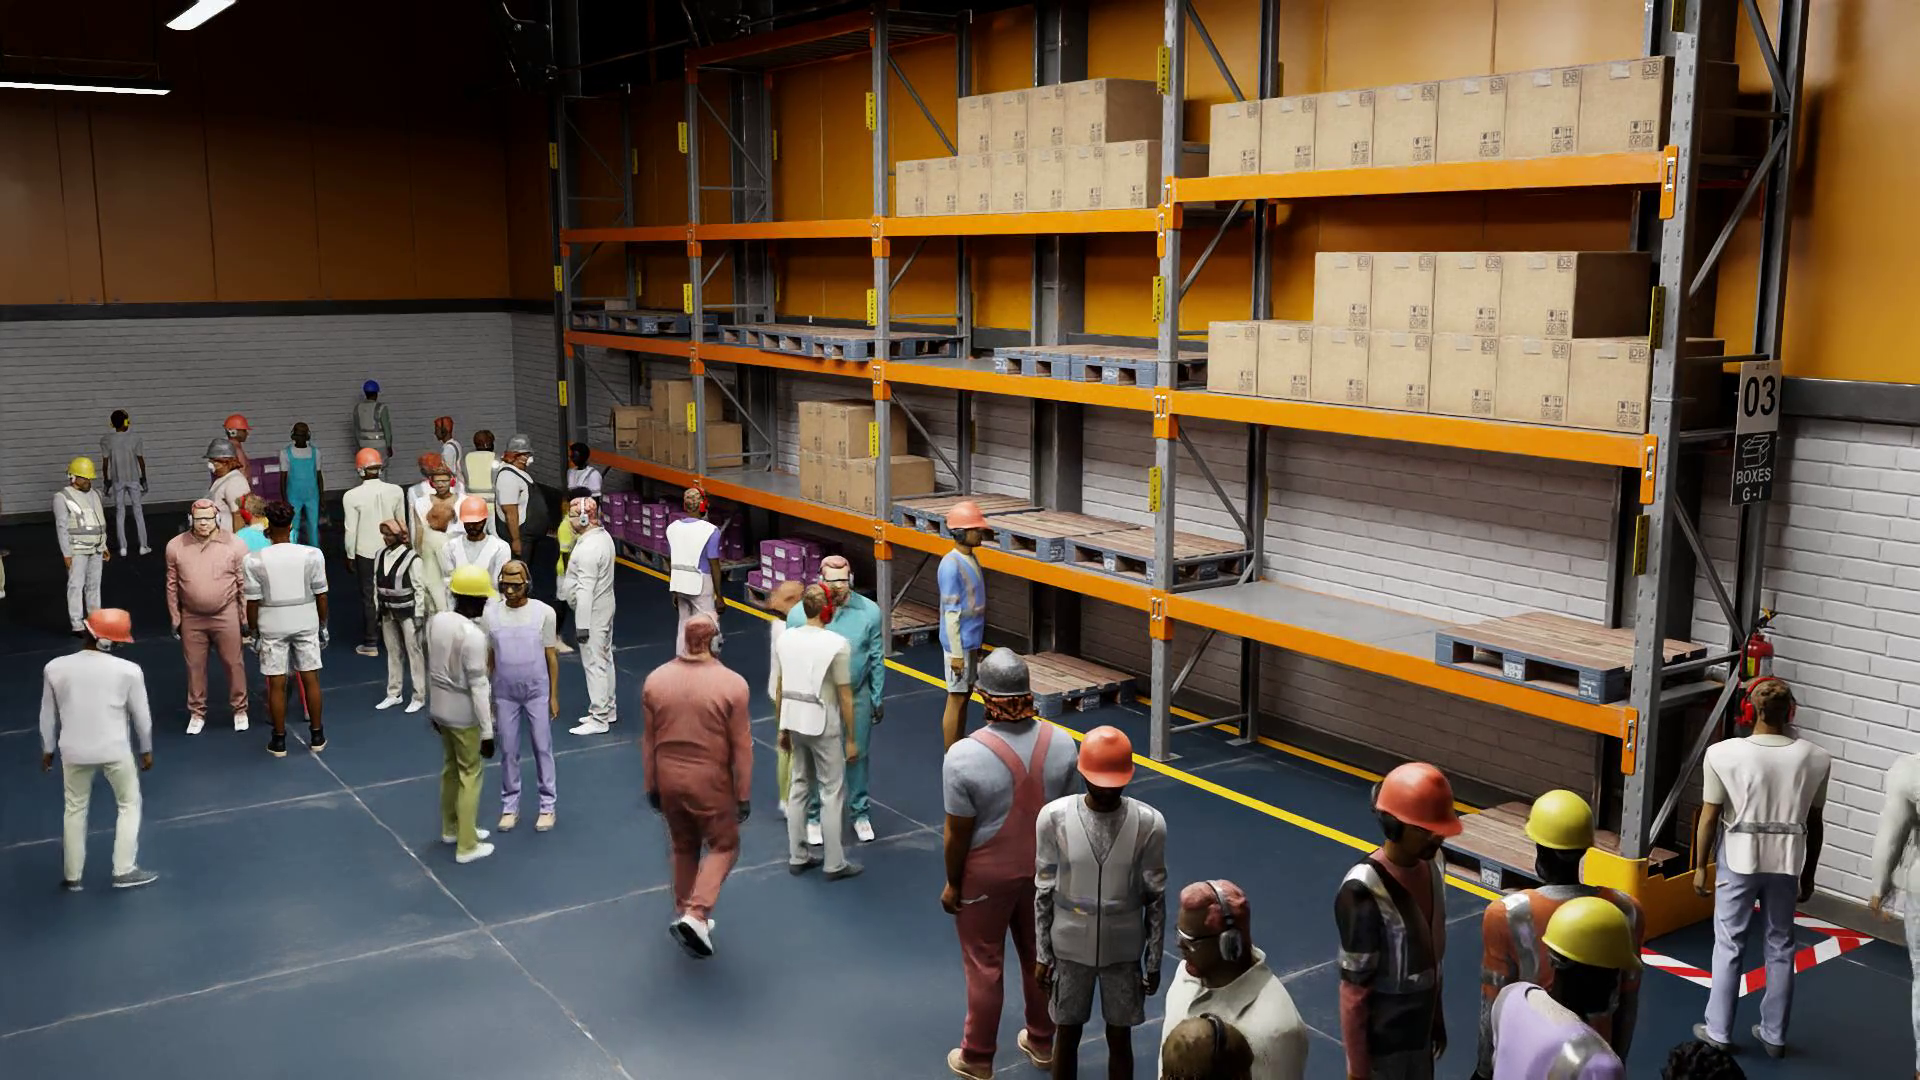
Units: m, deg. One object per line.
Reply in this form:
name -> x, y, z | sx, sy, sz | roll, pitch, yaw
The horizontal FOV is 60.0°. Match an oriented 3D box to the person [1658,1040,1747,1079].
person -> 1.995, 2.192, 4.555 | 0.540, 1.697, 0.317 | -1, 10, -7

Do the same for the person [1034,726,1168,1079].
person -> 0.578, 1.690, 6.855 | 0.548, 1.926, 0.387 | 1, 10, 4

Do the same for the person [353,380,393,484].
person -> -8.853, -1.440, 25.139 | 0.605, 1.950, 0.380 | 2, 10, 14

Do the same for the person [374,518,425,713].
person -> -4.684, 0.627, 13.910 | 0.513, 1.642, 0.313 | 5, 11, 26

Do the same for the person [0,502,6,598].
person -> -10.856, -0.142, 18.445 | 0.500, 1.633, 0.279 | 2, 10, 14

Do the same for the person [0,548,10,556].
person -> -12.423, -0.763, 21.030 | 0.612, 1.994, 0.395 | 2, 10, 11

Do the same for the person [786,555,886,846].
person -> -0.794, 1.033, 10.776 | 0.646, 1.900, 0.399 | -2, 10, -13

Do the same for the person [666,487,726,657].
person -> -2.285, 0.464, 14.299 | 0.563, 1.838, 0.392 | 7, 12, 34

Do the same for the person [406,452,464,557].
person -> -5.225, 0.039, 16.752 | 0.604, 1.859, 0.621 | -6, 12, -33

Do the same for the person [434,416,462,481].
person -> -6.200, -0.564, 20.219 | 0.369, 1.879, 0.584 | -2, 10, -11

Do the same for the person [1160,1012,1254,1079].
person -> 0.453, 2.124, 4.328 | 0.542, 1.915, 0.795 | -2, 10, -11

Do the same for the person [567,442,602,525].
person -> -4.323, -0.288, 19.142 | 0.529, 1.690, 0.318 | 7, 12, 36

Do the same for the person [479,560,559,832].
person -> -2.903, 1.028, 11.001 | 0.501, 1.839, 0.341 | -1, 10, -5

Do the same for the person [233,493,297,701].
person -> -5.870, 0.503, 14.147 | 0.659, 1.816, 0.587 | 7, 12, 34

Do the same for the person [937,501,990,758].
person -> 0.041, 0.735, 12.085 | 0.366, 2.047, 0.609 | 2, 10, 13

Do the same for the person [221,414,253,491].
person -> -8.353, -0.459, 19.257 | 0.392, 1.991, 0.613 | -8, 13, -41

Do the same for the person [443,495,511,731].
person -> -3.843, 0.595, 13.282 | 0.543, 1.929, 0.396 | 0, 10, 2

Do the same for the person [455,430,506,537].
person -> -5.410, -0.339, 19.004 | 0.623, 1.841, 0.430 | 0, 10, 3

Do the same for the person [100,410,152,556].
person -> -10.642, -0.726, 21.206 | 0.520, 1.865, 0.332 | -4, 10, -20

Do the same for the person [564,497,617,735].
person -> -2.963, 0.600, 13.319 | 0.399, 1.900, 0.644 | 0, 10, 0

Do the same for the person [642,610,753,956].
person -> -1.447, 1.339, 9.020 | 0.659, 1.883, 0.600 | 3, 10, 19

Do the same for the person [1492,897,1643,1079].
person -> 1.819, 2.003, 5.048 | 0.400, 1.914, 0.589 | -2, 10, -12

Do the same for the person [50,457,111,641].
person -> -8.721, 0.081, 16.585 | 0.403, 1.823, 0.588 | 2, 10, 12

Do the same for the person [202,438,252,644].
person -> -7.213, 0.011, 16.352 | 0.537, 2.000, 0.675 | -6, 11, -30

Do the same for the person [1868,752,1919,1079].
person -> 4.463, 1.594, 7.457 | 0.697, 1.909, 0.540 | 3, 10, 17

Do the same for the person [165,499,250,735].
person -> -5.972, 0.613, 13.259 | 0.642, 1.901, 0.397 | -2, 10, -13

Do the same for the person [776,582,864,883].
person -> -0.889, 1.169, 10.131 | 0.571, 1.844, 0.399 | 8, 12, 39

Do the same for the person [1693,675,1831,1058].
person -> 3.778, 1.557, 7.871 | 0.561, 1.838, 0.393 | 1, 10, 6

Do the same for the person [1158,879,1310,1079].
person -> 0.803, 1.981, 5.231 | 0.402, 1.896, 0.652 | -4, 10, -21

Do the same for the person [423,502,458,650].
person -> -4.738, 0.434, 15.176 | 0.317, 1.599, 0.600 | -6, 11, -32

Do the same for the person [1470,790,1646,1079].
person -> 2.125, 1.835, 5.971 | 0.585, 1.930, 0.363 | -1, 10, -5

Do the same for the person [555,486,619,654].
person -> -3.597, 0.298, 15.771 | 0.853, 1.643, 0.554 | 6, 11, 31

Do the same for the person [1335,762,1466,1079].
person -> 1.601, 1.776, 6.032 | 0.410, 2.033, 0.613 | 9, 13, 43

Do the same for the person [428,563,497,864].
person -> -3.143, 1.077, 10.511 | 0.405, 1.912, 0.676 | -9, 13, -43

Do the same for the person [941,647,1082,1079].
person -> 0.182, 1.486, 7.694 | 0.684, 2.000, 0.538 | -5, 11, -28

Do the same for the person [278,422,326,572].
person -> -7.864, -0.495, 19.921 | 0.505, 1.839, 0.344 | -7, 12, -34

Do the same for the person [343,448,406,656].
person -> -5.584, 0.110, 15.902 | 0.612, 1.997, 0.376 | -9, 13, -44

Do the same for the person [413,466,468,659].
person -> -4.881, 0.199, 15.821 | 0.567, 1.844, 0.377 | -3, 10, -16

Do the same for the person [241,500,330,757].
person -> -5.130, 0.671, 12.696 | 0.607, 1.966, 0.366 | -5, 11, -29

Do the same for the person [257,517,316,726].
person -> -5.505, 0.631, 13.522 | 0.525, 1.769, 0.313 | -5, 11, -26

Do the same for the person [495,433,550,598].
person -> -4.435, -0.083, 16.904 | 0.535, 2.000, 0.681 | -1, 10, -6

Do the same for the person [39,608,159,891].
person -> -5.193, 1.260, 10.013 | 0.624, 1.712, 0.338 | -2, 10, -9

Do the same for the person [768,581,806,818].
person -> -1.126, 1.075, 11.315 | 0.346, 1.628, 0.522 | -2, 10, -14
